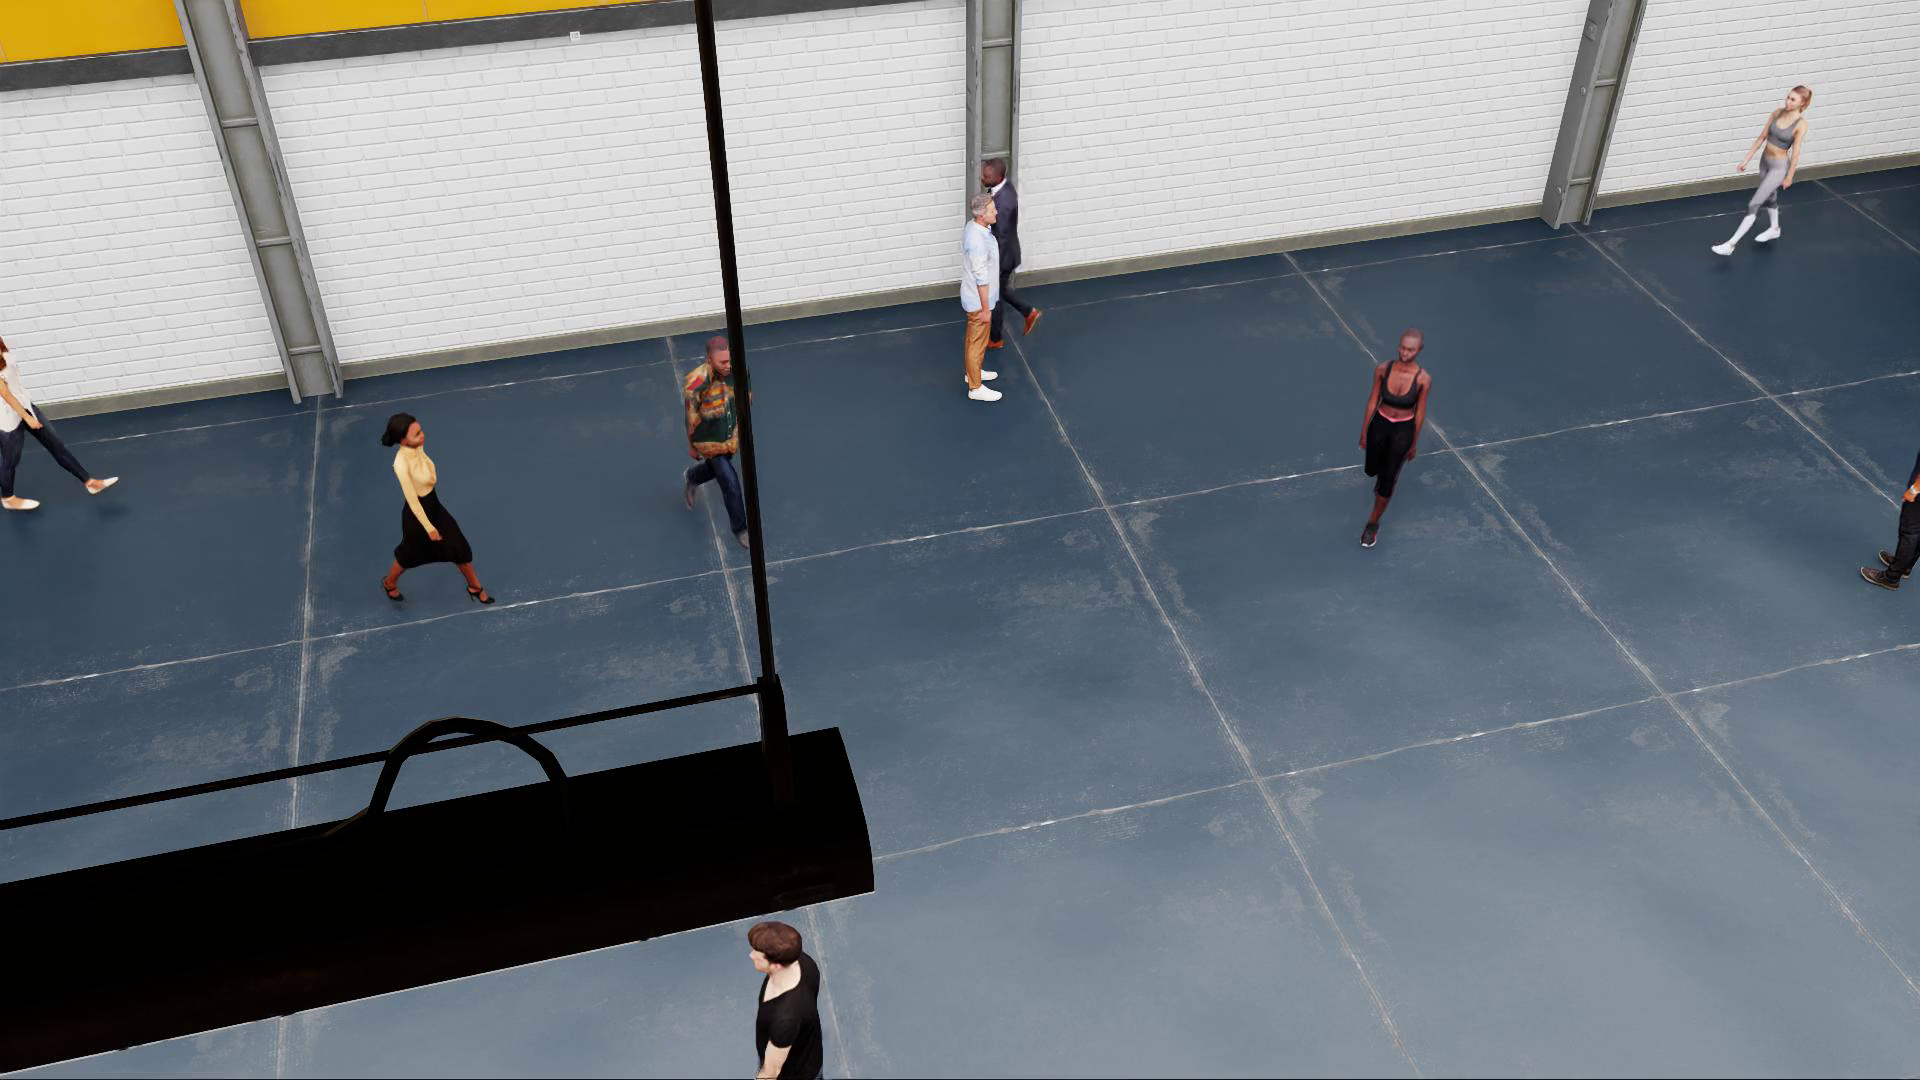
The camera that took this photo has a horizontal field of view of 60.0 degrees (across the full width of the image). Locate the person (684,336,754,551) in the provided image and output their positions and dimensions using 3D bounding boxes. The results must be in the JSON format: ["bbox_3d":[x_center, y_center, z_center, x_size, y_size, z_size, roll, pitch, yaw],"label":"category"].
[{"bbox_3d":[-1.850,-0.785,12.268,1.239,1.752,1.109,-29,47,-31],"label":"person"}]

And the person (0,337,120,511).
[{"bbox_3d":[-7.178,-0.916,12.442,1.111,1.739,0.675,-5,39,-6],"label":"person"}]

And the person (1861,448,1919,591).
[{"bbox_3d":[6.888,-0.427,11.788,0.613,1.791,0.780,-27,46,-30],"label":"person"}]

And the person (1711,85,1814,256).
[{"bbox_3d":[7.756,-3.506,15.752,1.138,1.656,0.623,-12,40,-15],"label":"person"}]

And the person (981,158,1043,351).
[{"bbox_3d":[0.419,-2.456,14.321,0.956,1.802,0.854,-3,39,-3],"label":"person"}]

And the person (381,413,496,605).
[{"bbox_3d":[-3.818,-0.148,11.580,1.120,1.615,0.844,5,39,6],"label":"person"}]

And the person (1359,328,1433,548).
[{"bbox_3d":[3.235,-0.826,12.329,0.989,1.740,1.026,17,42,20],"label":"person"}]

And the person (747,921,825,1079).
[{"bbox_3d":[-0.734,2.535,8.020,1.120,1.864,0.781,-3,39,-3],"label":"person"}]

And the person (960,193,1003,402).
[{"bbox_3d":[0.159,-2.032,13.769,0.639,1.828,0.726,-2,39,-3],"label":"person"}]
